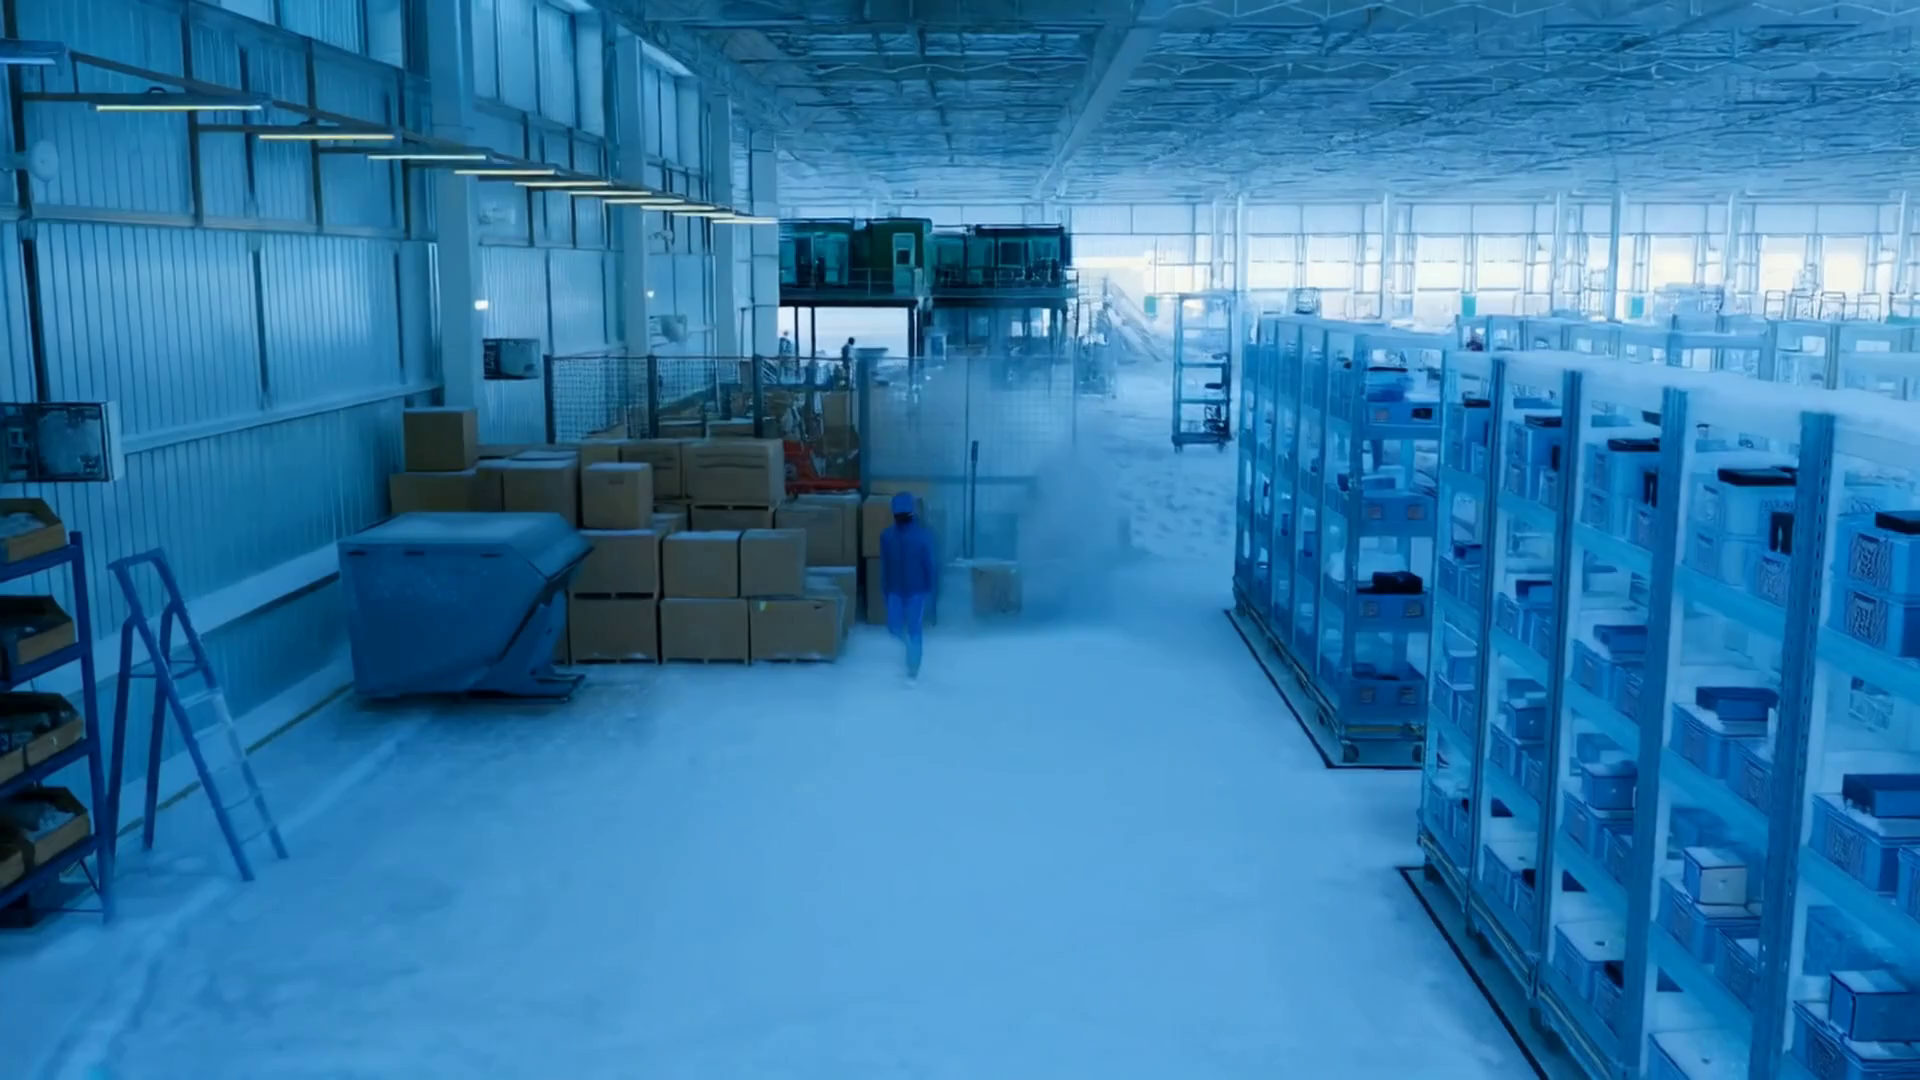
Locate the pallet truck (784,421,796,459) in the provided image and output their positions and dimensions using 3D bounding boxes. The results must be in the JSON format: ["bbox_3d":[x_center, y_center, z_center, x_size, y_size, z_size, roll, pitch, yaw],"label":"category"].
[{"bbox_3d":[-4.013,-1.793,32.705,1.601,1.201,0.680,0,9,1],"label":"pallet truck"}]

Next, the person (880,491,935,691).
[{"bbox_3d":[-0.505,0.474,16.404,0.622,1.978,0.579,4,10,24],"label":"person"}]

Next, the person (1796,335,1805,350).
[{"bbox_3d":[33.644,-7.532,66.663,0.322,1.697,0.533,1,9,3],"label":"person"}]

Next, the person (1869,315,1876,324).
[{"bbox_3d":[49.128,-11.265,89.551,0.308,1.744,0.485,1,9,3],"label":"person"}]

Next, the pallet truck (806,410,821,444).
[{"bbox_3d":[-3.559,-2.018,33.905,1.522,1.261,0.704,0,9,-1],"label":"pallet truck"}]

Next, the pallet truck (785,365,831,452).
[{"bbox_3d":[-3.774,-2.976,37.635,1.885,1.965,0.823,1,9,5],"label":"pallet truck"}]

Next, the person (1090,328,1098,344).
[{"bbox_3d":[7.335,-11.614,91.802,0.869,1.710,0.530,-5,11,-29],"label":"person"}]

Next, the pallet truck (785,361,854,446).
[{"bbox_3d":[-3.410,-3.193,38.978,1.885,1.965,0.823,0,9,-1],"label":"pallet truck"}]

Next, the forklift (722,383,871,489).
[{"bbox_3d":[-2.893,-1.687,28.729,2.680,1.987,1.157,0,9,-1],"label":"forklift"}]

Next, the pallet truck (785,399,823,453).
[{"bbox_3d":[-3.814,-2.432,36.419,1.630,1.274,0.653,0,9,1],"label":"pallet truck"}]

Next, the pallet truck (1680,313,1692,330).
[{"bbox_3d":[36.315,-10.531,84.244,0.823,1.965,1.885,-6,11,-33],"label":"pallet truck"}]

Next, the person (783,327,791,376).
[{"bbox_3d":[-6.704,-7.290,64.450,0.376,1.933,0.544,1,9,3],"label":"person"}]

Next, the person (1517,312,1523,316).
[{"bbox_3d":[30.126,-11.264,89.067,0.639,1.899,0.636,9,13,43],"label":"person"}]

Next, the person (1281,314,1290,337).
[{"bbox_3d":[19.056,-12.533,97.192,0.612,1.809,0.907,-8,12,-41],"label":"person"}]

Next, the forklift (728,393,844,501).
[{"bbox_3d":[-2.979,-1.316,26.476,2.680,1.987,1.157,0,9,1],"label":"forklift"}]

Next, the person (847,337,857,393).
[{"bbox_3d":[-3.614,-5.860,55.781,0.360,1.883,0.574,1,9,3],"label":"person"}]

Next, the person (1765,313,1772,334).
[{"bbox_3d":[43.322,-11.284,89.444,0.781,1.821,0.520,5,10,27],"label":"person"}]

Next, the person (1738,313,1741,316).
[{"bbox_3d":[40.984,-11.014,87.607,0.334,1.873,0.521,1,9,3],"label":"person"}]

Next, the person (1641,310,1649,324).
[{"bbox_3d":[36.689,-11.321,89.139,0.392,1.990,0.611,1,9,3],"label":"person"}]

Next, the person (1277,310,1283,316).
[{"bbox_3d":[17.297,-11.494,90.186,0.387,1.996,0.611,1,9,3],"label":"person"}]

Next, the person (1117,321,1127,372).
[{"bbox_3d":[6.606,-7.880,67.747,0.389,2.045,0.606,1,9,3],"label":"person"}]
